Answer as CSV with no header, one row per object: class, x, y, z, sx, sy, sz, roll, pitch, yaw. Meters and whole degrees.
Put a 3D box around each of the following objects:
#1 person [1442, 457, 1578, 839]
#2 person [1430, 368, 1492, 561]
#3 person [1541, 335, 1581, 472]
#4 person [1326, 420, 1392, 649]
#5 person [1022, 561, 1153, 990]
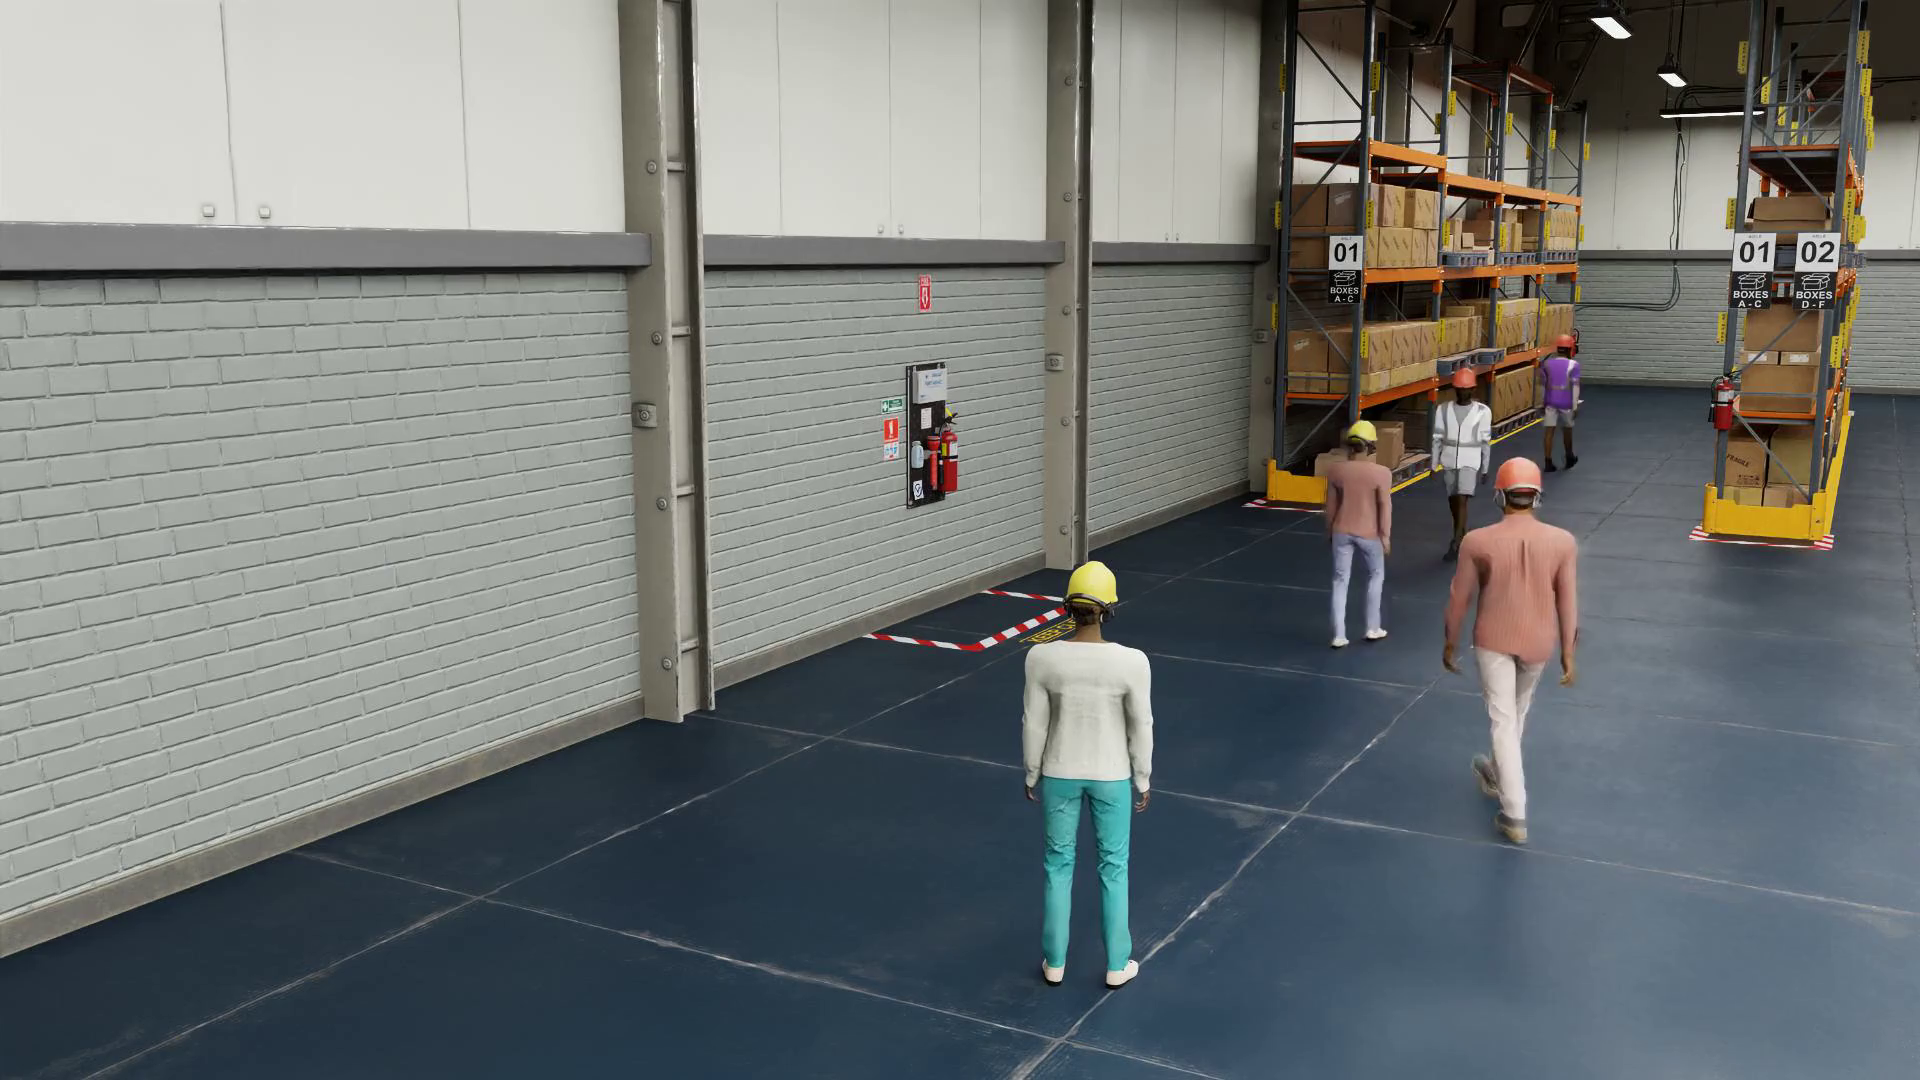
person,2.898,0.528,8.840,0.644,1.937,1.012,0,10,-1
person,5.027,-0.785,16.673,0.553,1.900,0.988,6,11,30
person,8.419,-1.913,23.272,0.573,1.888,0.962,7,12,37
person,3.093,-0.049,12.804,0.566,1.739,0.740,6,12,33
person,0.522,0.962,6.813,0.535,1.767,0.317,2,10,11
